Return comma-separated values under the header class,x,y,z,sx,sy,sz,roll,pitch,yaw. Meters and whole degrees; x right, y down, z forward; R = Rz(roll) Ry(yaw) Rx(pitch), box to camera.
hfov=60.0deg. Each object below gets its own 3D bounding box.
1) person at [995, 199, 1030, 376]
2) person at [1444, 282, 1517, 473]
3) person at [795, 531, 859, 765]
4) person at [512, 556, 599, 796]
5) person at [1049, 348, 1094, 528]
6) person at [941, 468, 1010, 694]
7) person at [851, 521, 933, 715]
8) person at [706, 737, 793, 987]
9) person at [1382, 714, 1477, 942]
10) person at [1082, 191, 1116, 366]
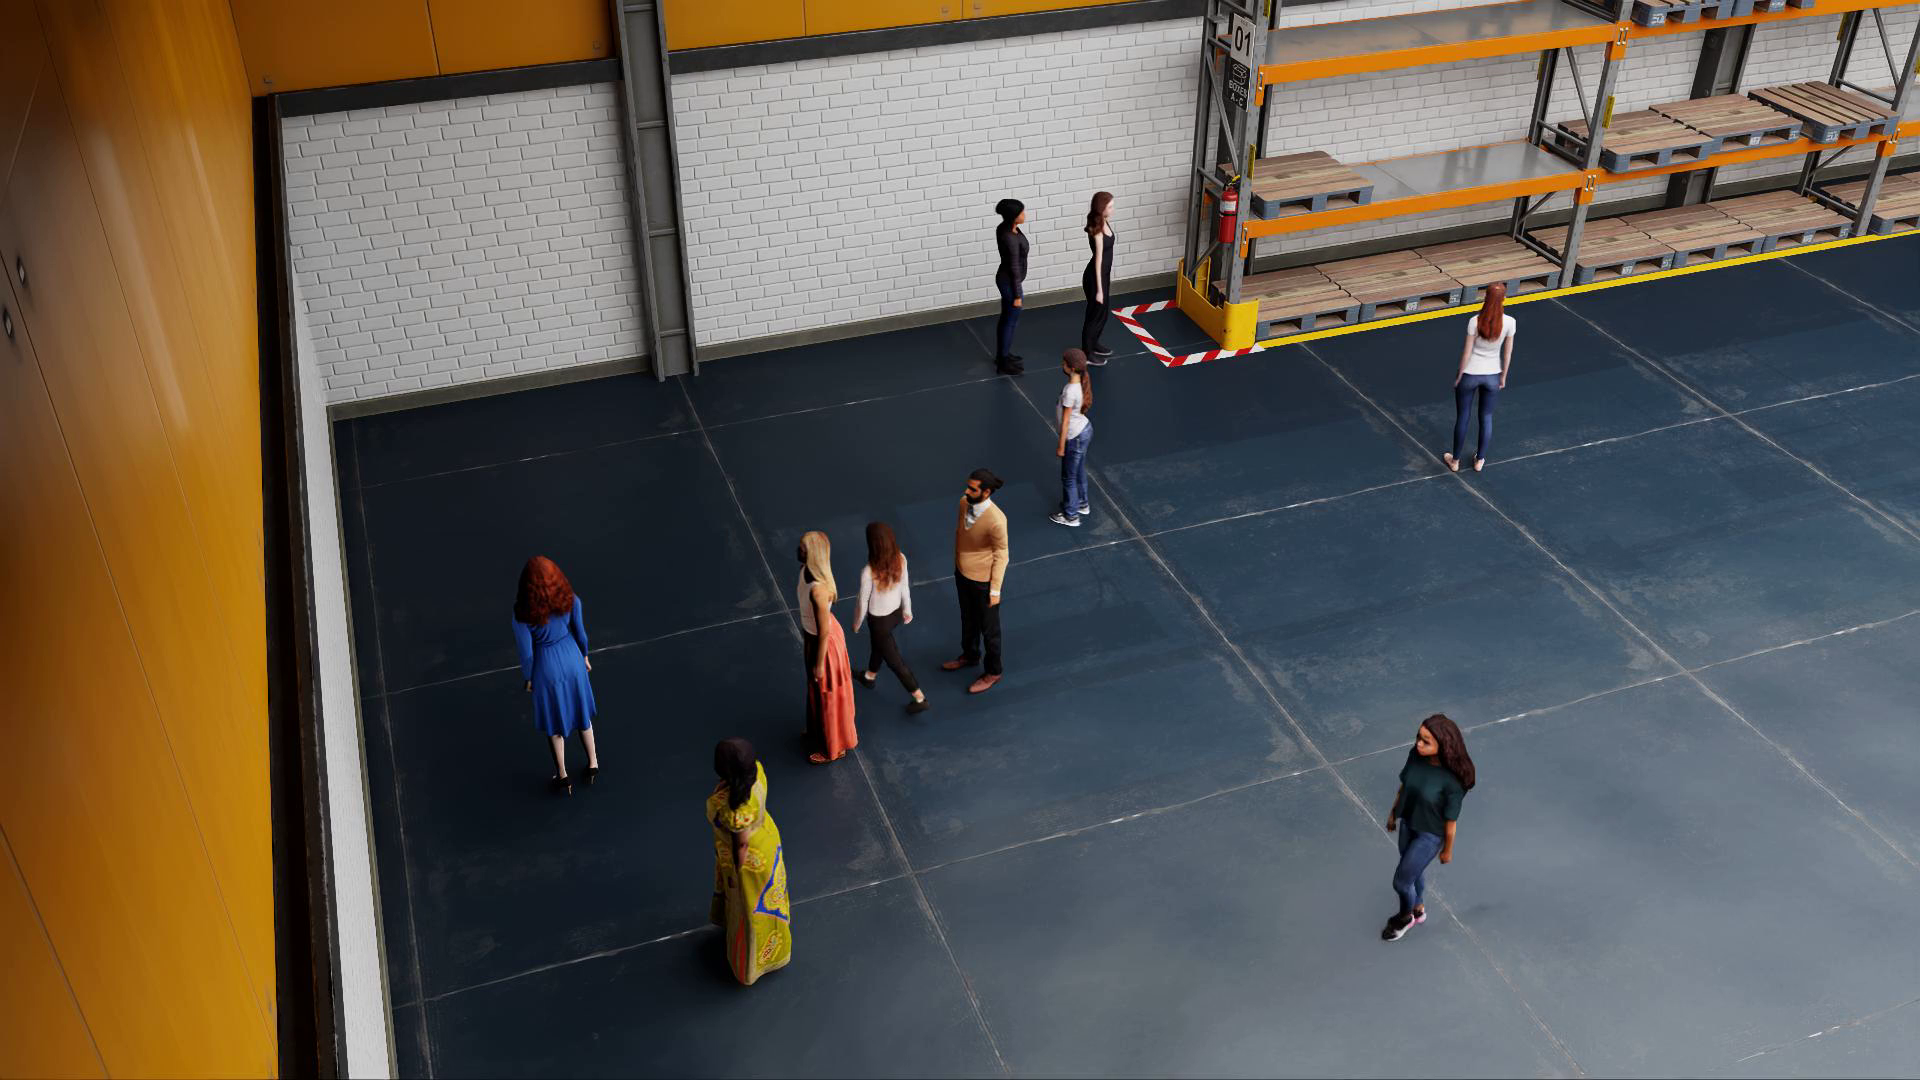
class,x,y,z,sx,sy,sz,roll,pitch,yaw
person,0.459,-2.392,15.673,0.603,1.746,0.662,-5,34,-7
person,4.428,-1.382,14.161,0.594,1.738,0.713,2,34,3
person,-0.902,0.699,10.974,0.638,1.802,0.662,-6,34,-9
person,-2.582,0.877,10.680,0.567,1.829,0.716,-19,38,-26
person,0.929,-0.851,13.522,0.677,1.561,0.620,13,36,18
person,0.139,0.252,11.688,0.686,1.754,0.722,-22,39,-29
person,-0.462,0.573,11.478,0.926,1.451,1.019,26,41,33
person,-1.218,1.773,9.485,0.957,1.660,0.977,1,34,2
person,2.766,1.664,9.701,0.638,1.603,0.601,-14,36,-19
person,1.295,-2.501,15.841,0.695,1.742,0.674,7,34,10
